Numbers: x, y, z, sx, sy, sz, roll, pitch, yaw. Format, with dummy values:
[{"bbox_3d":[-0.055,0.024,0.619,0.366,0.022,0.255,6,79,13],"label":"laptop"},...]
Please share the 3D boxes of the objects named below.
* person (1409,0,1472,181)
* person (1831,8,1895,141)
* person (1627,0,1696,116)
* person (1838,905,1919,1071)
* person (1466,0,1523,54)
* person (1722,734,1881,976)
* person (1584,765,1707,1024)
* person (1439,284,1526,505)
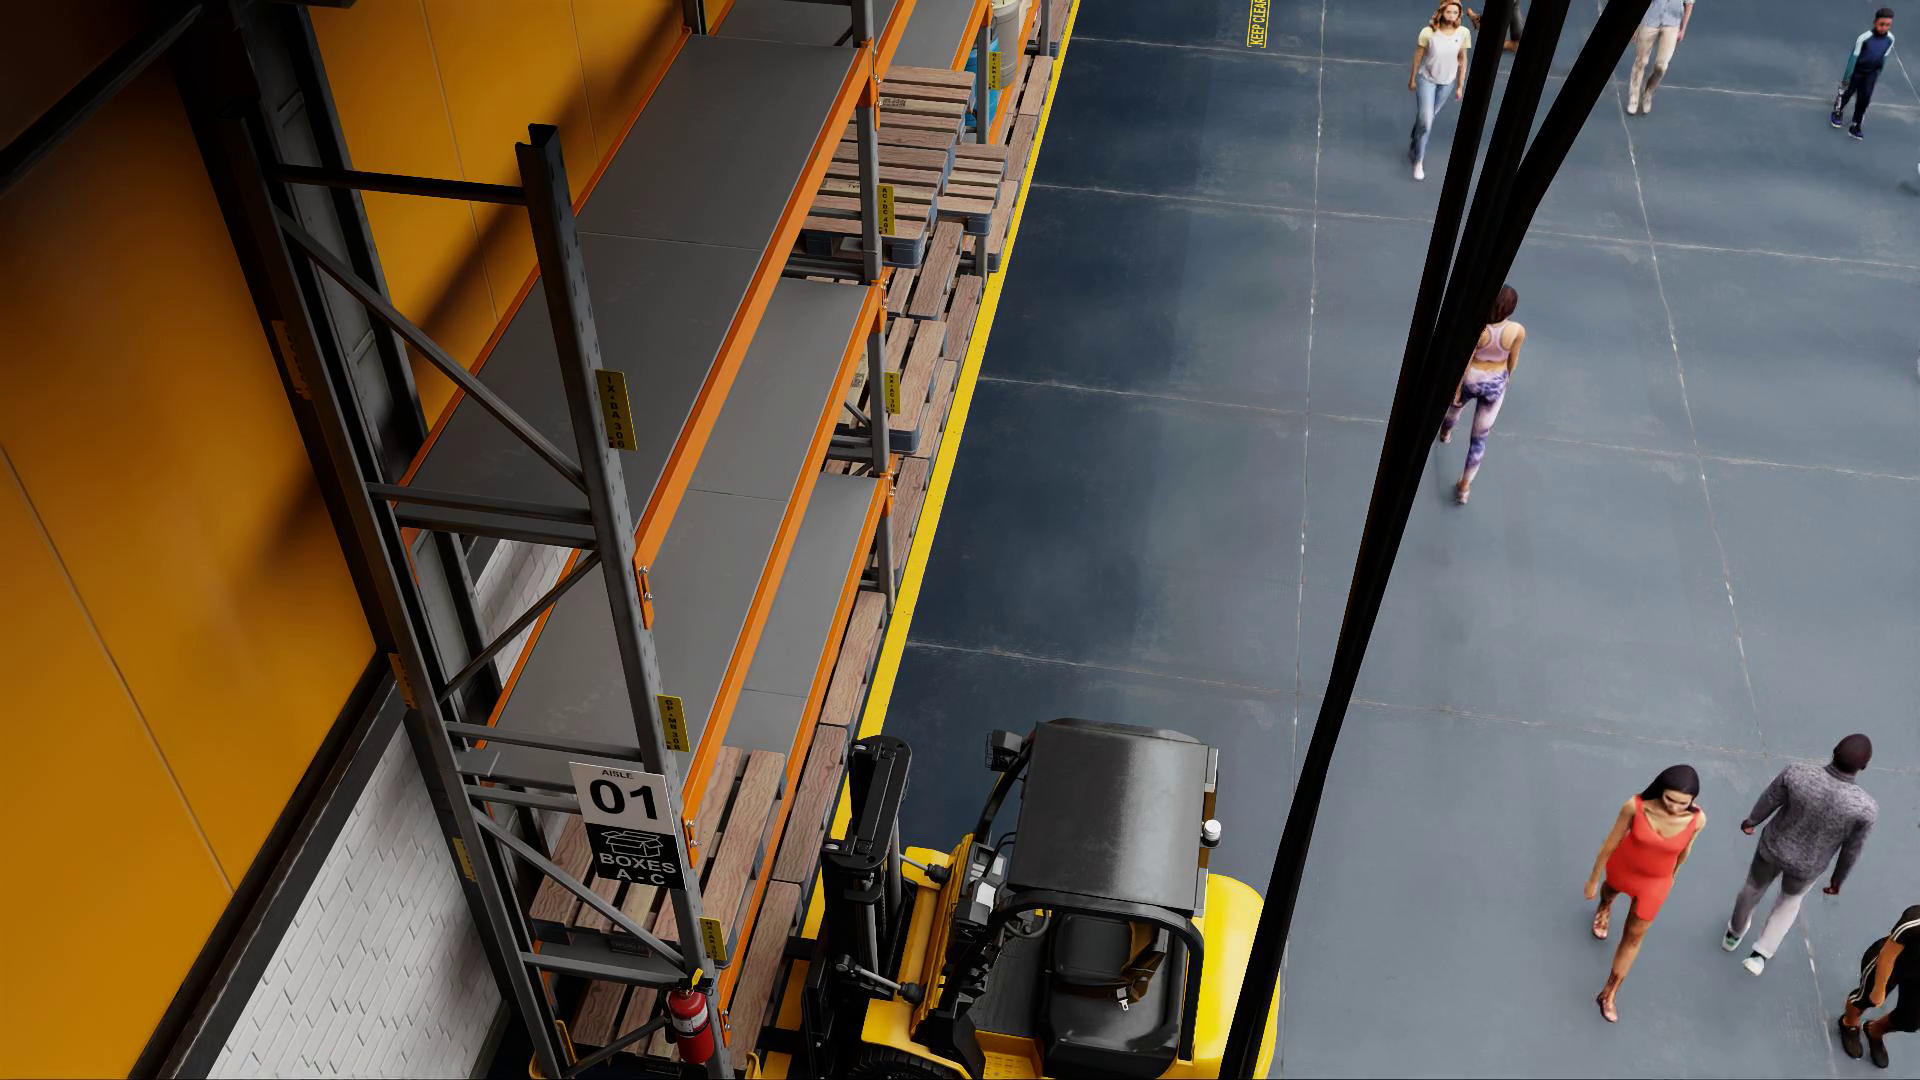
[{"bbox_3d":[4.402,-4.287,15.481,0.753,1.698,0.967,-3,44,-3],"label":"person"},{"bbox_3d":[8.740,-4.579,16.120,0.519,1.238,0.746,5,44,6],"label":"person"},{"bbox_3d":[6.818,-5.059,16.190,0.714,1.836,0.683,13,45,13],"label":"person"},{"bbox_3d":[4.925,2.170,8.740,0.659,1.647,0.648,-2,44,-2],"label":"person"},{"bbox_3d":[5.786,-5.840,17.116,1.100,1.690,1.139,-28,50,-27],"label":"person"},{"bbox_3d":[4.505,1.767,9.038,0.888,1.818,0.943,24,49,23],"label":"person"},{"bbox_3d":[3.727,1.761,9.155,0.736,1.666,1.152,13,45,14],"label":"person"},{"bbox_3d":[3.782,-1.028,12.042,0.598,1.721,1.120,8,44,9],"label":"person"}]
